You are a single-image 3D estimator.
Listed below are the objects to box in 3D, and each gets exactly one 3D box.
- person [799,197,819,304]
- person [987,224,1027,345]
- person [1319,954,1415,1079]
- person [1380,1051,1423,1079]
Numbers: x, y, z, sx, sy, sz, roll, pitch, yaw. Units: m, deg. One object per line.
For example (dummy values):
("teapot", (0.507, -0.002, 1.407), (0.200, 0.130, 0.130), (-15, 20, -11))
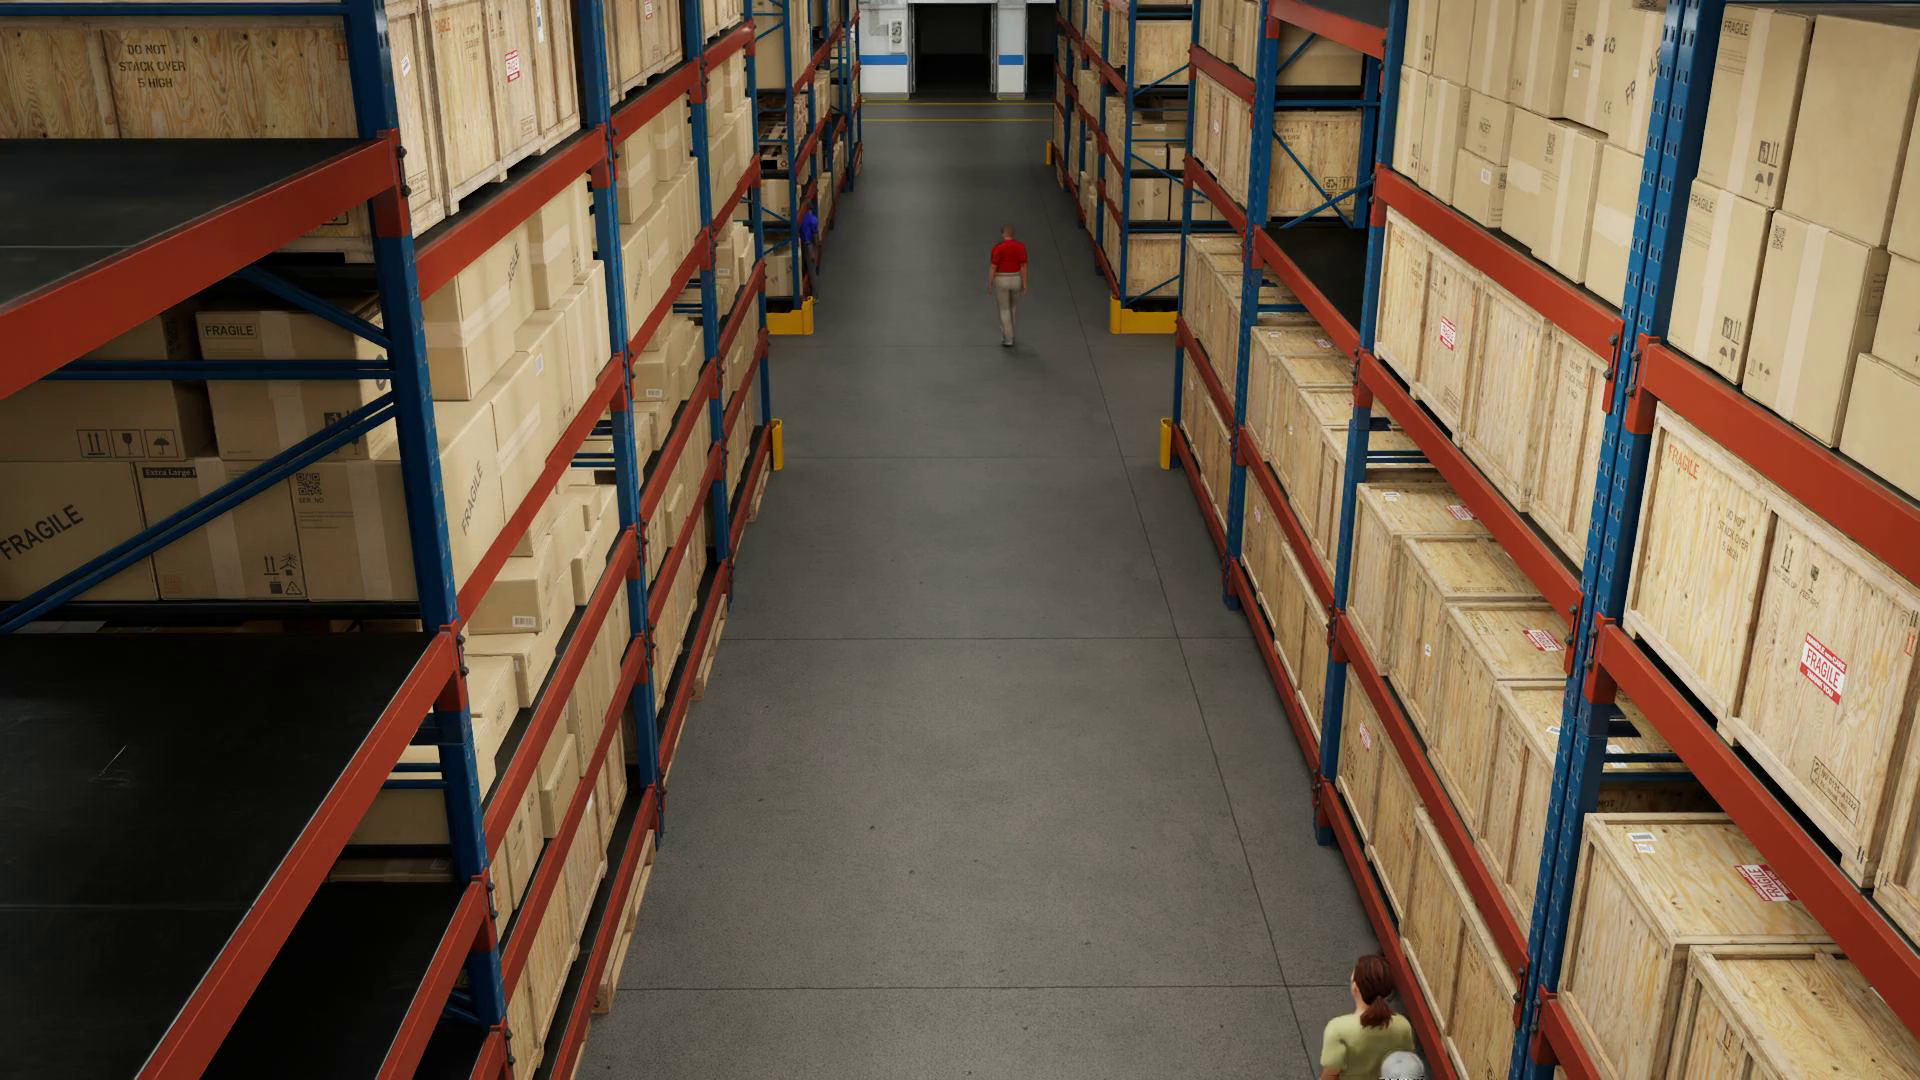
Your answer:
("person", (-2.437, -4.556, 26.233), (0.323, 1.648, 0.443), (-18, 28, -38))
("person", (0.628, -3.711, 23.968), (0.548, 1.720, 0.800), (-9, 23, -21))
("person", (1.879, 2.653, 7.870), (0.473, 1.646, 0.826), (0, 22, 0))
("person", (1.882, 2.920, 7.259), (0.945, 1.618, 0.480), (-17, 27, -37))
